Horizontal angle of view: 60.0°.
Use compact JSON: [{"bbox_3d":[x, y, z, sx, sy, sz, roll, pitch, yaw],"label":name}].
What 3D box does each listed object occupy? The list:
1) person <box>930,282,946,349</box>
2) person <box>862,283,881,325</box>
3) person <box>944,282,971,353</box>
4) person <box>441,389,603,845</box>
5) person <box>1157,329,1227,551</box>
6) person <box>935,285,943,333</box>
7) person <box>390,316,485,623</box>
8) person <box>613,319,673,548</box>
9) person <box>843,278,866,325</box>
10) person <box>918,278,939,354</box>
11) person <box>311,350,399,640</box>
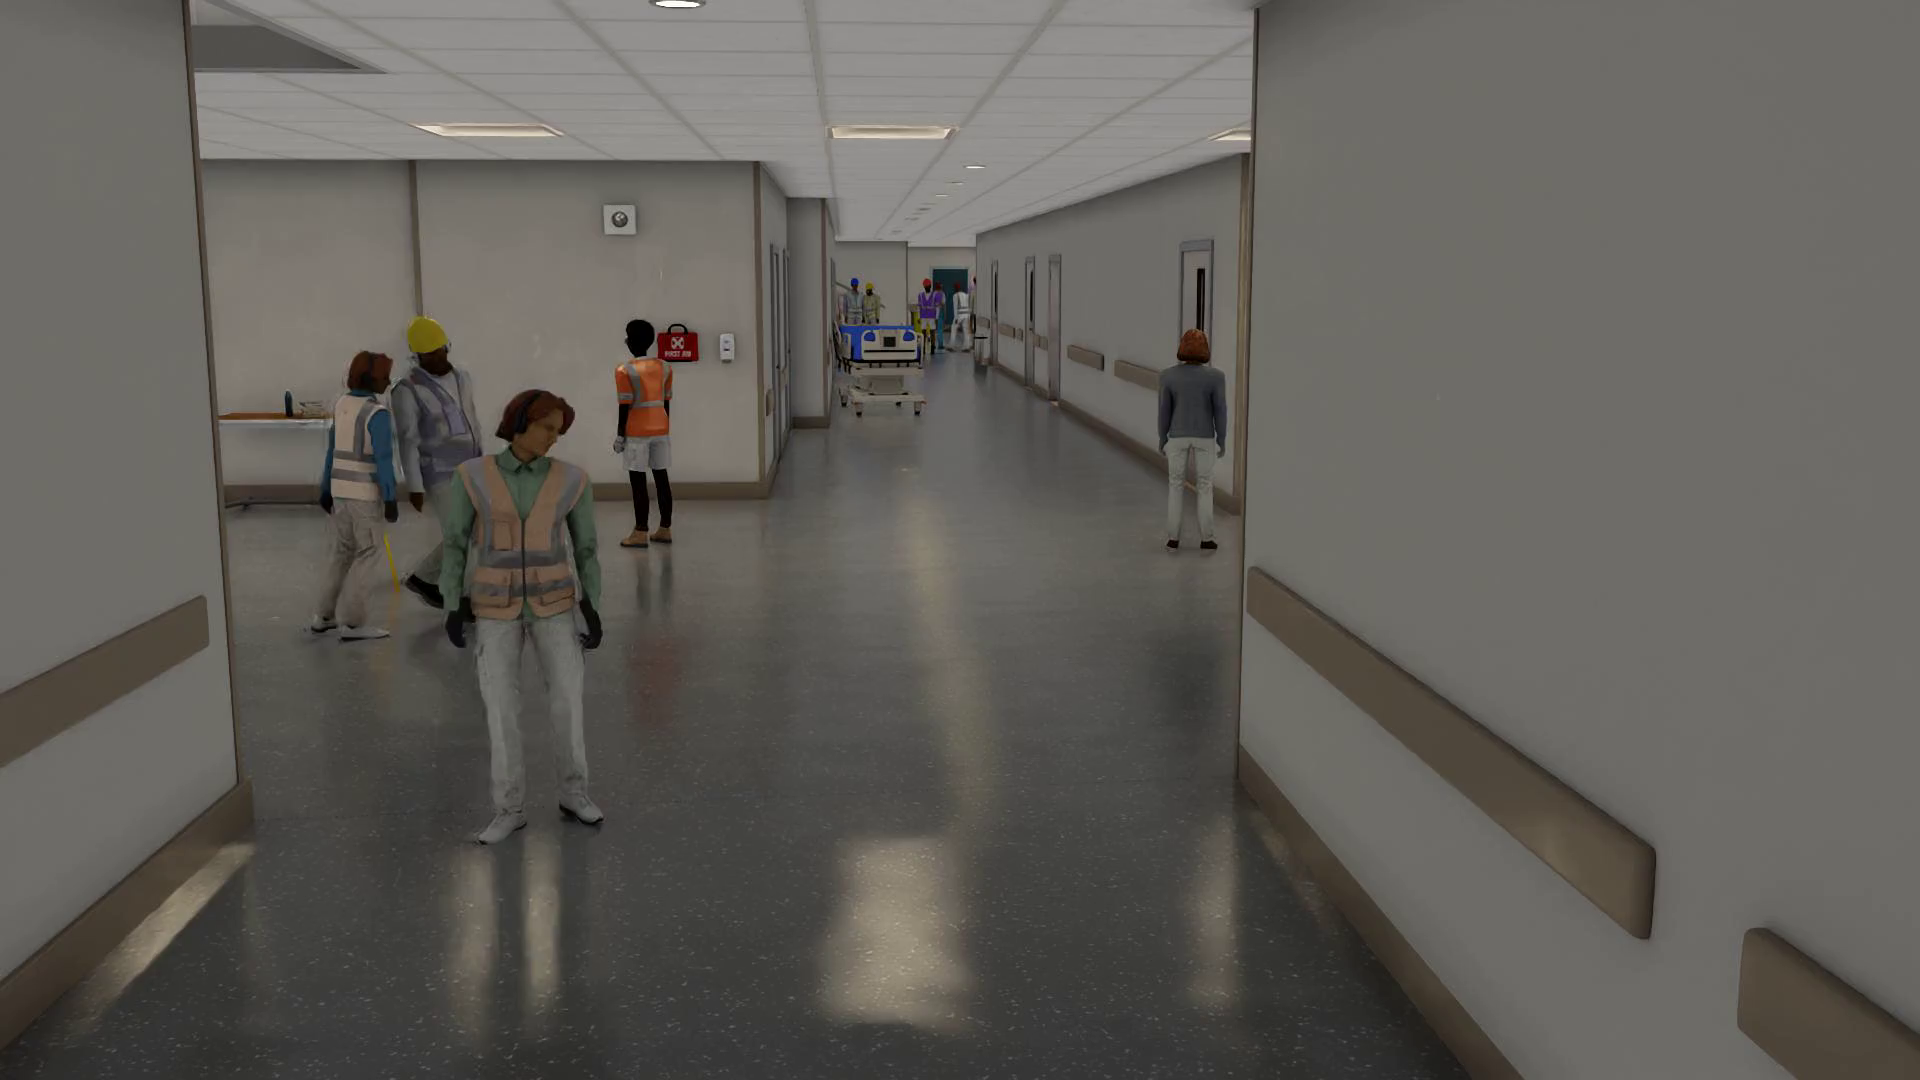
[{"bbox_3d":[-0.640,-6.172,45.723,0.575,1.843,0.375,5,11,31],"label":"person"},{"bbox_3d":[-2.425,-6.054,45.067,0.591,1.823,0.404,6,11,32],"label":"person"},{"bbox_3d":[-0.065,-5.825,43.525,0.943,1.837,0.617,9,13,44],"label":"person"},{"bbox_3d":[-1.569,0.271,5.996,0.561,1.618,0.346,-3,10,-18],"label":"person"},{"bbox_3d":[1.701,-0.728,12.201,0.507,1.633,0.277,2,9,14],"label":"person"},{"bbox_3d":[-0.752,-8.100,58.099,0.394,1.749,0.536,3,9,17],"label":"person"},{"bbox_3d":[-2.977,-0.401,9.617,0.578,1.800,0.604,3,10,18],"label":"person"},{"bbox_3d":[-2.356,-0.790,12.390,0.321,1.697,0.530,7,11,37],"label":"person"},{"bbox_3d":[-2.725,-5.775,42.899,0.602,1.949,0.393,-4,10,-22],"label":"person"},{"bbox_3d":[-0.822,-5.706,42.506,0.551,1.934,0.373,2,9,11],"label":"person"},{"bbox_3d":[-3.335,-0.242,9.211,0.596,1.609,0.411,8,12,41],"label":"person"}]
